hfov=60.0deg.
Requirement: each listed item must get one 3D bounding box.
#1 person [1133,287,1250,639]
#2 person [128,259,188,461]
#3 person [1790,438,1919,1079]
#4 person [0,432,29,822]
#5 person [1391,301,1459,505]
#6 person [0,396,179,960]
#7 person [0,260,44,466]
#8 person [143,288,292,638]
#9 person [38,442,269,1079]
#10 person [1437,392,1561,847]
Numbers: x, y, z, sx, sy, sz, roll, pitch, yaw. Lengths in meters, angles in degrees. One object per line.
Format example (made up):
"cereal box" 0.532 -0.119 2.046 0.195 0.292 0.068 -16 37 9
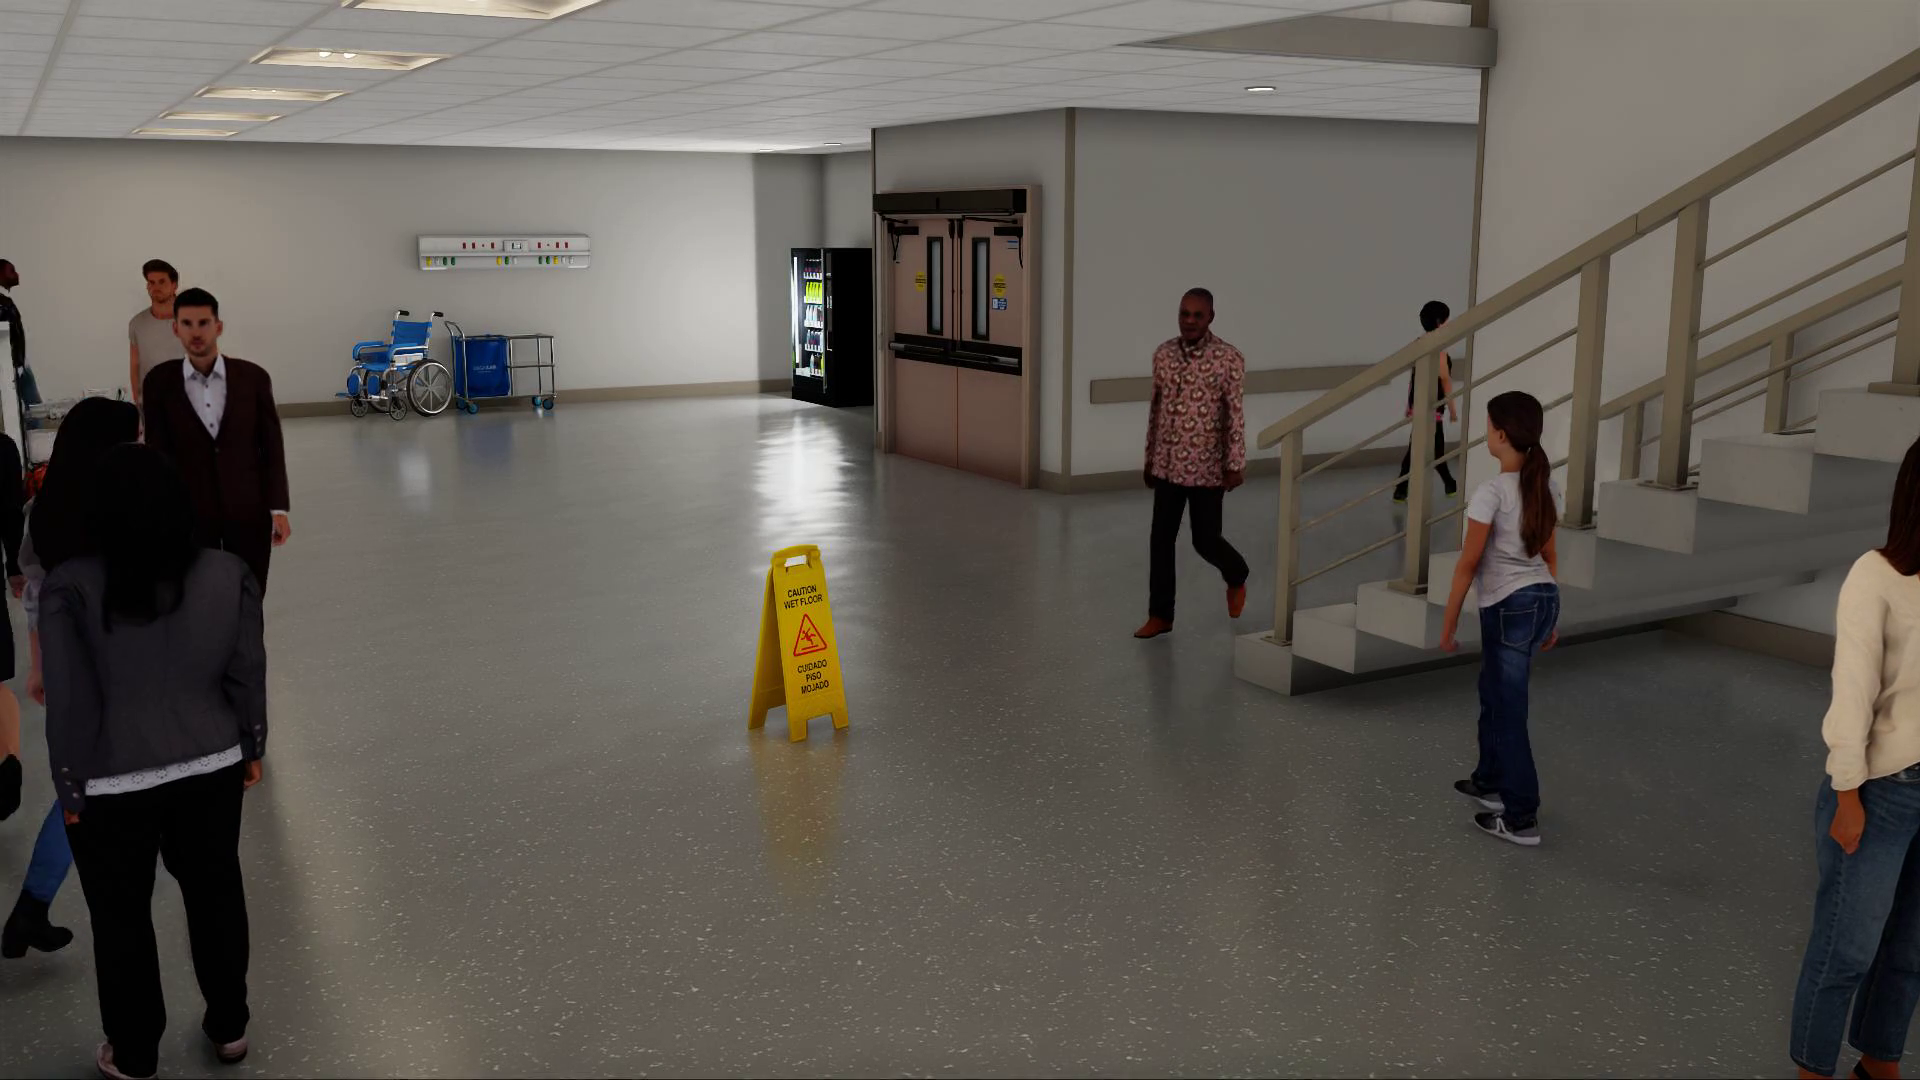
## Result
"person" 1.235 -0.387 8.568 1.072 1.778 1.020 8 13 37
"person" -5.084 -0.860 10.791 0.864 1.879 1.114 -2 11 -12
"person" 2.135 0.572 3.776 0.660 1.680 0.595 -4 11 -19
"person" -3.507 0.204 5.818 0.864 1.644 1.122 -10 15 -42
"person" 3.452 -1.006 12.523 0.834 1.521 0.964 -2 11 -11
"person" -2.541 0.426 4.814 1.115 1.582 1.107 3 11 18
"person" -8.315 -1.485 14.327 0.912 1.789 1.153 -3 11 -17
"person" -3.086 -0.106 6.948 0.714 1.831 1.061 -6 12 -27
"person" -1.982 0.554 4.097 0.733 1.596 0.731 -10 15 -42
"person" 1.949 0.276 5.697 0.548 1.547 0.727 -6 12 -28
